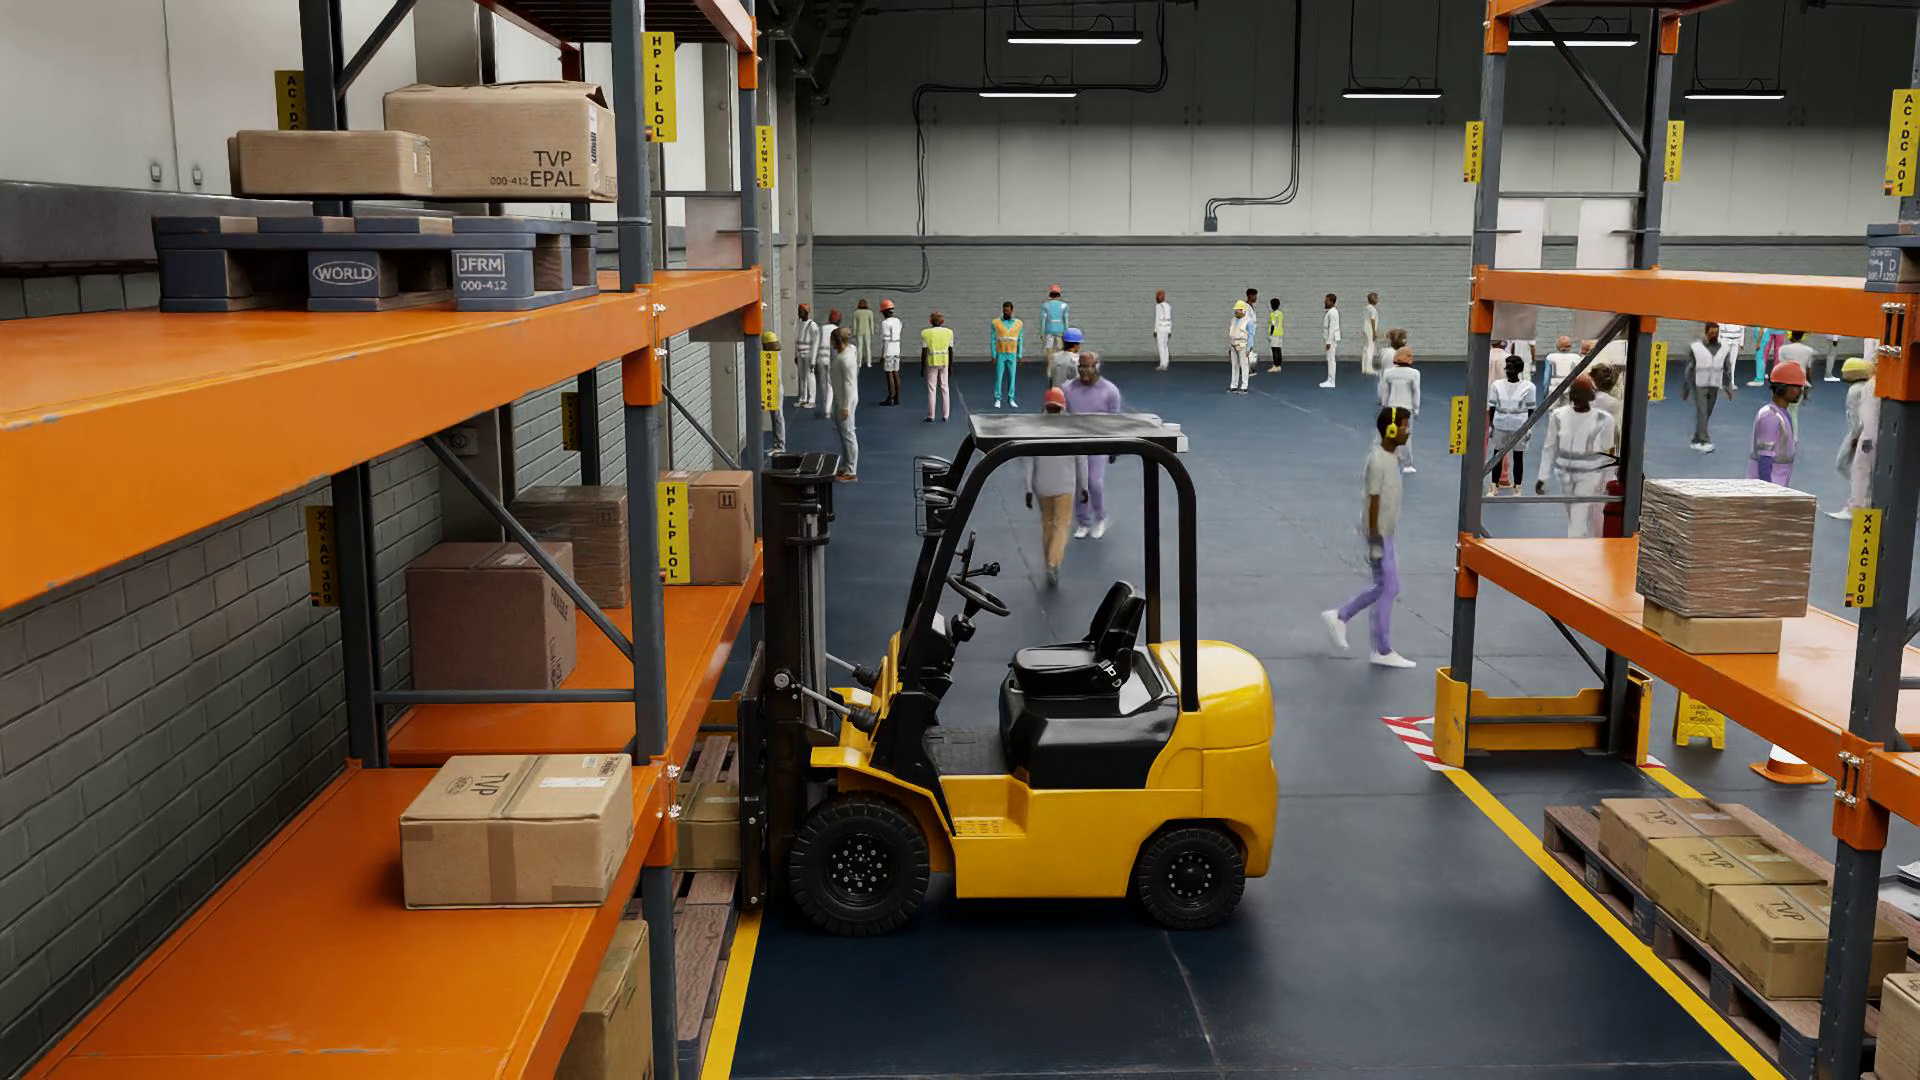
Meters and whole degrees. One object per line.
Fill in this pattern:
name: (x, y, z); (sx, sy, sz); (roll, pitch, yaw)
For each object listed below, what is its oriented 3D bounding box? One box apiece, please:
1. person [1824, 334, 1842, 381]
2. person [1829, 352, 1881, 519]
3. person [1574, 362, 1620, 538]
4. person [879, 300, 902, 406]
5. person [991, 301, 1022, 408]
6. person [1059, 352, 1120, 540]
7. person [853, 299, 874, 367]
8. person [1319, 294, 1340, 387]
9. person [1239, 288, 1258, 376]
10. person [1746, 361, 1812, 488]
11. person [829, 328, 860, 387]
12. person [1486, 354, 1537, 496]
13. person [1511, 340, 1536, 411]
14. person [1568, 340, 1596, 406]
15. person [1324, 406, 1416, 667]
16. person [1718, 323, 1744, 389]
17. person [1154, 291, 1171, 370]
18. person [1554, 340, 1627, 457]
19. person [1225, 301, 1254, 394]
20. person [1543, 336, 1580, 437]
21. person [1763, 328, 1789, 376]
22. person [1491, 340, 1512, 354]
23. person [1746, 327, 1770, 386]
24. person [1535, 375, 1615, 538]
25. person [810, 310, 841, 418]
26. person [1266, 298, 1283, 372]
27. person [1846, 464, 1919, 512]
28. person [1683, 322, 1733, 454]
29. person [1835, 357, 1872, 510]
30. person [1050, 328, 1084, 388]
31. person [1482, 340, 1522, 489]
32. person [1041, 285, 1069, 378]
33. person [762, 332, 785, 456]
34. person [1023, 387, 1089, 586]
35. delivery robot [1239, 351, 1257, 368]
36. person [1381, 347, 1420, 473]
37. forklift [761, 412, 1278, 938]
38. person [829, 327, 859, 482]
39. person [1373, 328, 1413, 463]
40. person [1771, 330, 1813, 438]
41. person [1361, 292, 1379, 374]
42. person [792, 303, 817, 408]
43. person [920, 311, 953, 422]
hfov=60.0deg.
person: (18.830, -4.363, 35.721); (0.394, 1.919, 0.582); (7, 12, 33)
person: (9.864, -1.124, 17.835); (0.705, 1.877, 0.587); (-7, 12, -34)
person: (6.090, -0.773, 15.909); (0.344, 1.847, 0.504); (-6, 12, -31)
person: (-1.295, -3.413, 30.383); (0.372, 1.930, 0.543); (5, 12, 28)
person: (0.841, -3.353, 30.097); (0.587, 1.914, 0.392); (-2, 10, -11)
person: (1.242, -0.937, 16.709); (0.648, 1.889, 0.511); (4, 11, 23)
person: (-2.312, -4.943, 39.732); (0.507, 1.631, 0.266); (-1, 10, -7)
person: (7.652, -4.117, 34.328); (0.391, 1.921, 0.590); (2, 10, 12)
person: (6.446, -4.643, 37.161); (0.377, 1.958, 0.602); (5, 11, 24)
person: (6.640, -0.443, 13.558); (0.415, 2.034, 0.606); (7, 12, 34)
person: (-1.857, -2.566, 26.567); (0.525, 1.611, 0.567); (6, 12, 31)
person: (6.372, -1.299, 19.243); (0.536, 1.699, 0.322); (6, 12, 30)
person: (9.533, -2.971, 28.109); (0.319, 1.863, 0.521); (-5, 11, -25)
person: (8.770, -1.996, 23.331); (0.314, 1.633, 0.519); (-8, 13, -39)
person: (2.947, -0.029, 11.790); (0.634, 1.850, 0.543); (5, 11, 26)
person: (15.645, -4.002, 33.795); (0.572, 1.883, 0.353); (0, 10, -1)
person: (4.779, -4.927, 39.099); (0.551, 1.847, 0.755); (7, 12, 34)
person: (8.632, -2.058, 22.527); (0.958, 2.000, 0.688); (-5, 11, -24)
person: (5.511, -3.801, 32.817); (0.404, 1.833, 0.589); (-8, 13, -36)
person: (8.711, -2.133, 24.067); (0.523, 1.636, 0.310); (3, 11, 15)
person: (18.095, -4.617, 36.915); (0.612, 1.991, 0.392); (3, 10, 14)
person: (9.938, -3.304, 30.585); (0.306, 1.639, 0.523); (-2, 10, -12)
person: (16.612, -4.108, 34.534); (0.359, 1.835, 0.512); (6, 12, 28)
person: (5.401, -0.529, 14.612); (1.000, 1.831, 0.579); (-9, 14, -41)
person: (-2.216, -3.015, 28.478); (0.609, 1.815, 0.980); (2, 10, 12)
person: (7.238, -4.695, 38.165); (0.322, 1.699, 0.536); (7, 12, 34)
person: (10.493, -1.224, 18.531); (0.585, 1.803, 0.930); (-6, 12, -29)
person: (10.636, -2.158, 23.601); (0.604, 1.860, 1.010); (-1, 10, -5)
person: (9.894, -1.153, 18.381); (0.468, 1.711, 0.508); (10, 14, 44)
person: (1.345, -1.619, 20.363); (0.403, 1.940, 0.607); (-7, 12, -33)
person: (6.501, -1.620, 20.221); (0.621, 1.990, 0.391); (5, 11, 26)
person: (2.065, -4.560, 36.452); (0.615, 2.042, 0.374); (-1, 10, -6)
person: (-2.633, -2.047, 23.319); (0.322, 1.735, 0.486); (-2, 10, -12)
person: (0.826, -0.481, 14.625); (0.564, 1.725, 0.763); (3, 11, 18)
delivery robot: (6.576, -4.163, 38.128); (0.477, 0.478, 0.707); (4, 11, 21)
person: (5.714, -1.684, 21.572); (0.499, 1.634, 0.285); (7, 12, 33)
forklift: (0.291, 0.548, 7.580); (2.313, 2.155, 1.214); (0, 10, -2)
person: (-1.454, -1.685, 20.739); (0.379, 1.937, 0.629); (-2, 10, -11)
person: (5.945, -1.959, 22.567); (0.709, 1.818, 0.535); (3, 11, 19)
person: (11.699, -2.132, 23.453); (0.560, 1.852, 0.388); (0, 10, -3)
person: (9.288, -4.668, 37.605); (0.333, 1.844, 0.514); (-1, 10, -7)
person: (-2.801, -3.323, 30.017); (0.355, 1.883, 0.575); (-9, 13, -40)
person: (-0.380, -2.873, 27.608); (0.565, 1.846, 0.388); (-4, 11, -19)
